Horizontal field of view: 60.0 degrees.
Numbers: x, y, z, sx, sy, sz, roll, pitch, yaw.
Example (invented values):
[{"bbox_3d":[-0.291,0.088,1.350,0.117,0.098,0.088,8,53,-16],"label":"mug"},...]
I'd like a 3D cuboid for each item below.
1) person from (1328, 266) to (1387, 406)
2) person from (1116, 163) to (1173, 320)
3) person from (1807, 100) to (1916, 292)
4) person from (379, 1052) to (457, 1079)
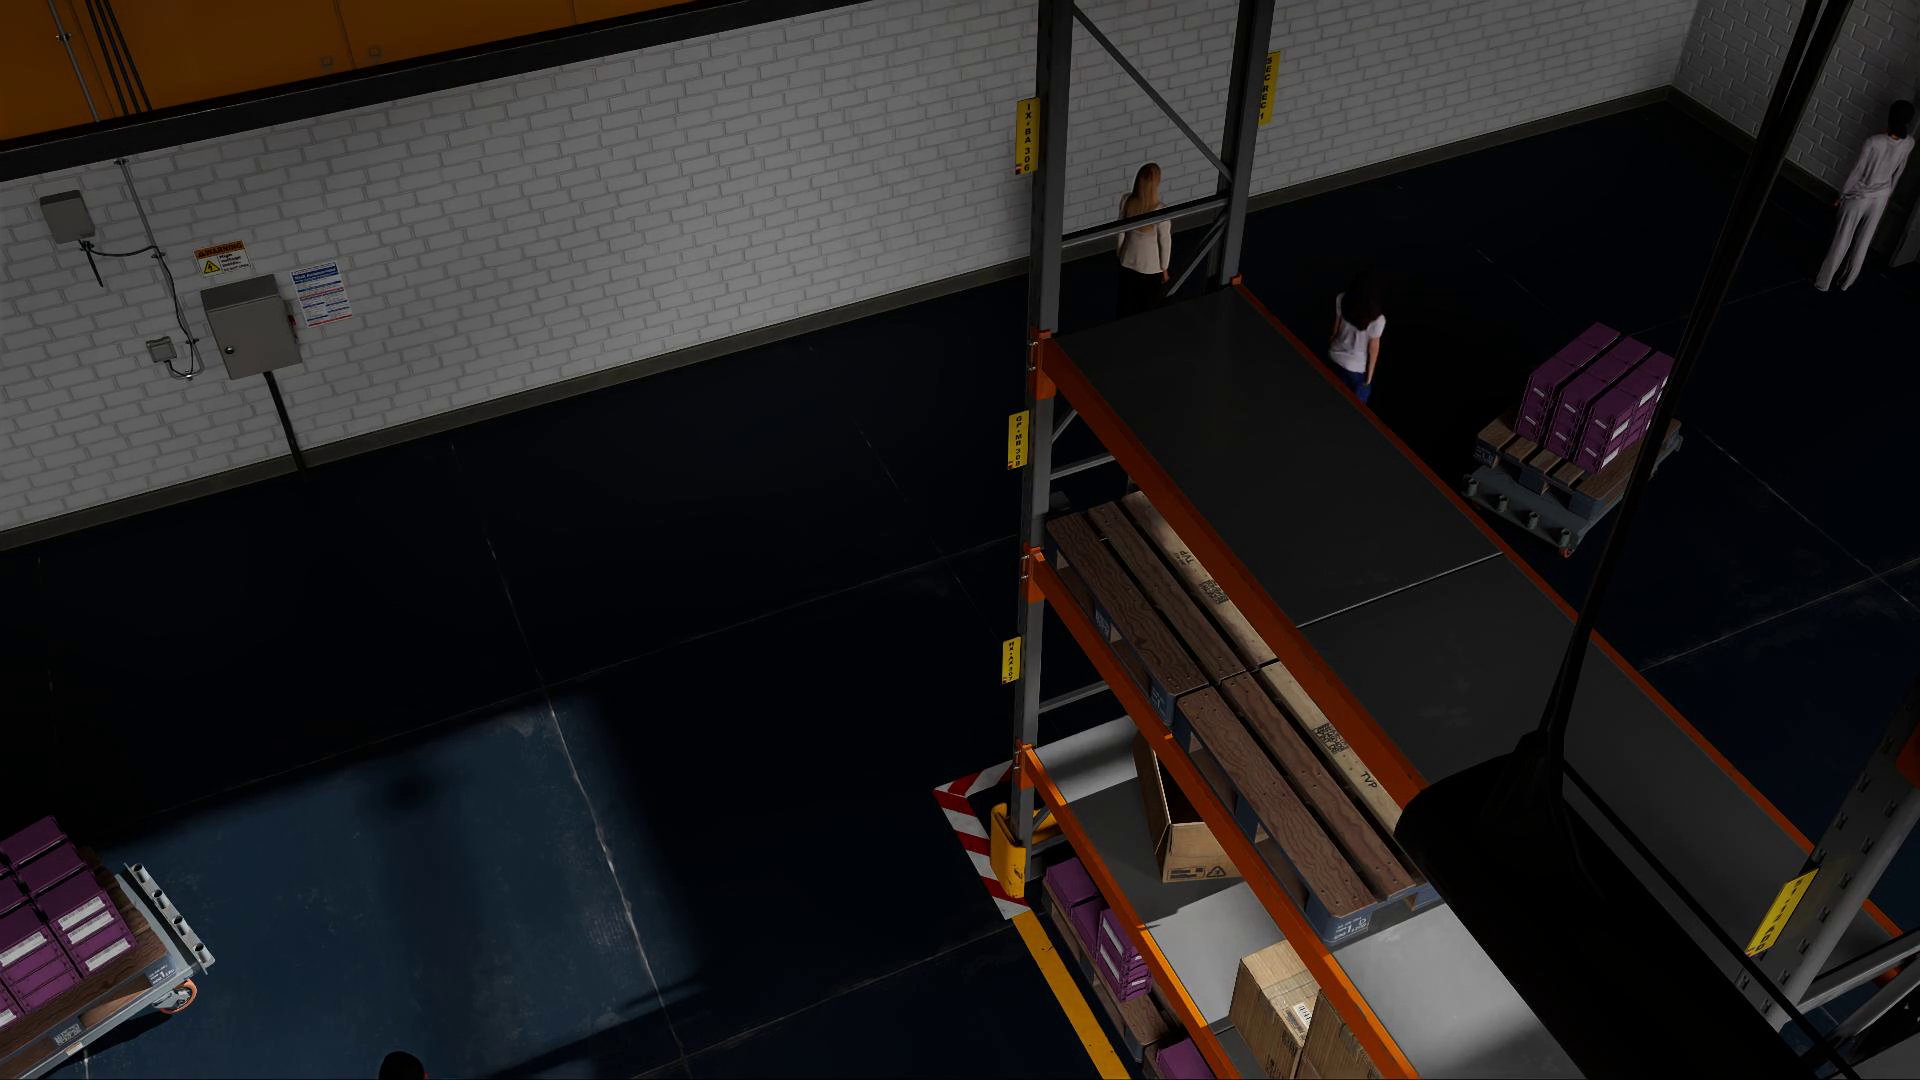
[{"bbox_3d":[2.832,-1.258,12.311,0.792,1.673,0.808,-32,52,-29],"label":"person"},{"bbox_3d":[1.430,-2.141,13.104,0.644,1.859,0.744,22,48,22],"label":"person"},{"bbox_3d":[7.591,-2.864,13.925,0.669,1.773,0.674,2,44,2],"label":"person"},{"bbox_3d":[-2.444,2.918,7.853,0.626,1.777,0.534,-21,48,-21],"label":"person"}]
